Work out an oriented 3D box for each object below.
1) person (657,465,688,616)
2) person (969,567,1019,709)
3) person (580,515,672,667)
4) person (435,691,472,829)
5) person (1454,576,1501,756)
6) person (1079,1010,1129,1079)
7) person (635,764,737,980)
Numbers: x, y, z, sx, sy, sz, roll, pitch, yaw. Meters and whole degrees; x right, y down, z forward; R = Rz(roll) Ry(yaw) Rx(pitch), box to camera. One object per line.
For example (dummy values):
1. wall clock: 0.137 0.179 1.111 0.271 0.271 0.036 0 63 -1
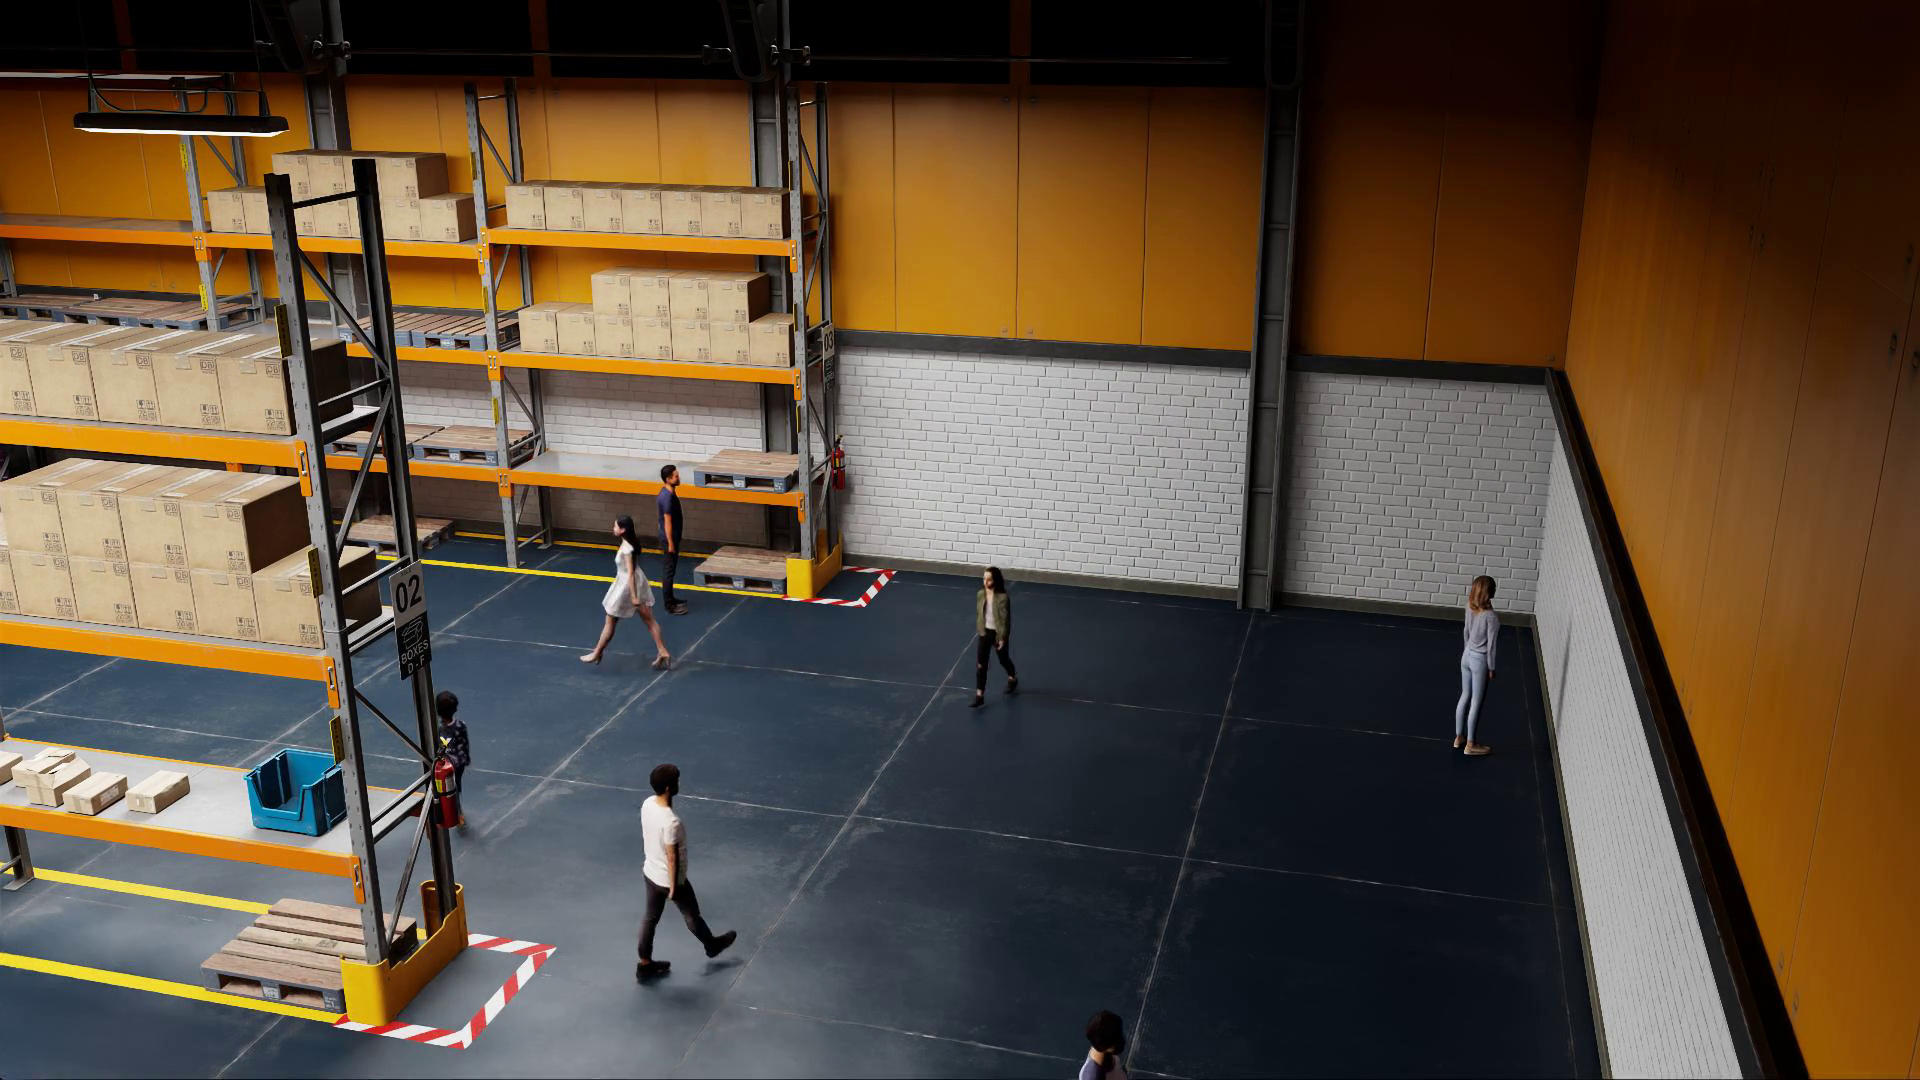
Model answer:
1. person: -3.416 -0.029 19.571 0.663 1.793 0.705 -2 19 -6
2. person: 0.393 0.977 17.128 0.979 1.446 0.808 11 21 29
3. person: -3.435 0.585 17.855 1.251 1.725 0.843 0 19 -1
4. person: -4.462 1.941 14.605 0.809 1.229 0.891 -12 22 -31
5. person: 4.962 1.186 15.960 0.688 1.796 0.668 -6 20 -17
6. person: 0.724 3.434 9.722 1.071 1.517 0.642 7 20 20
7. person: -2.252 2.473 12.308 1.041 1.687 1.060 -15 24 -37
